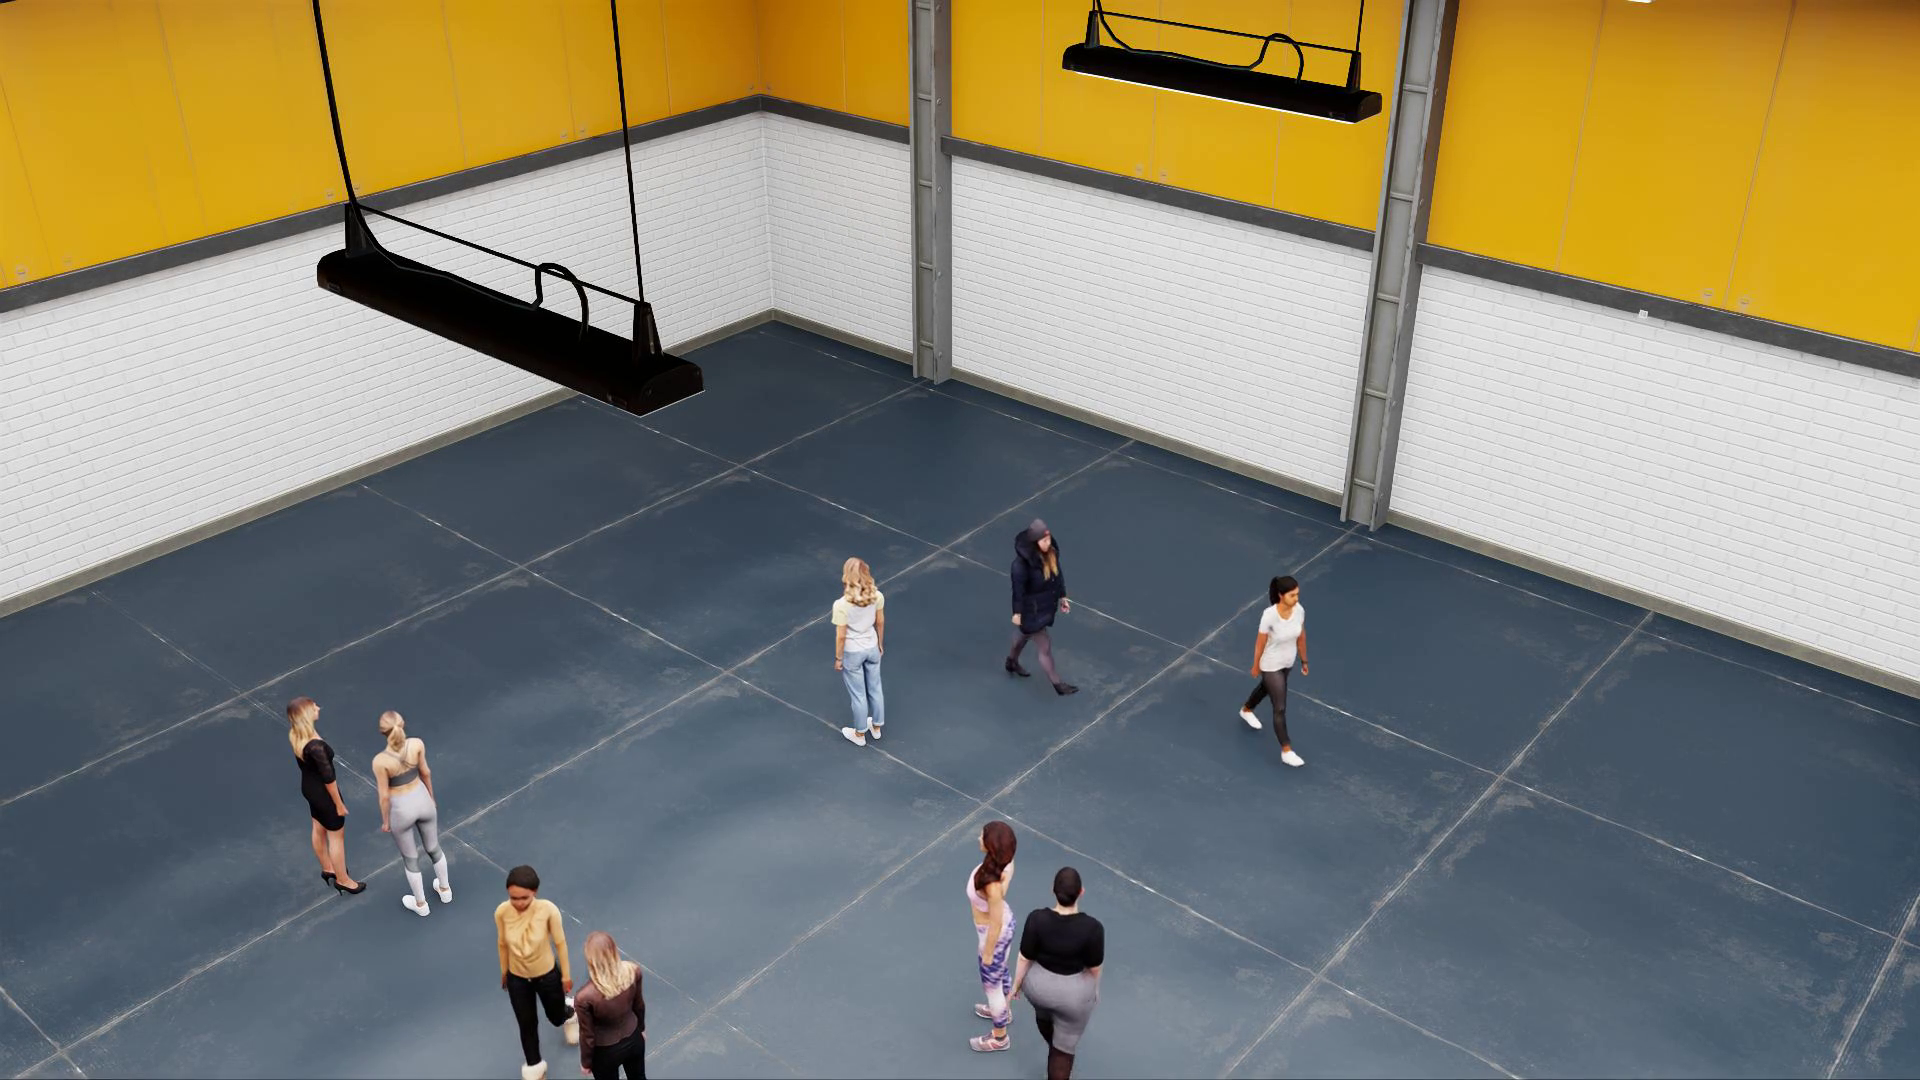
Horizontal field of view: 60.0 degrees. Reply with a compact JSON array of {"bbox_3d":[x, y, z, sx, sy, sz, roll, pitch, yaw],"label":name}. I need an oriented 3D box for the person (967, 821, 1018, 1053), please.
[{"bbox_3d":[0.220,2.523,10.676,0.679,1.766,0.676,5,29,10],"label":"person"}]

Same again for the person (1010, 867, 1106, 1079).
[{"bbox_3d":[0.596,2.847,10.145,1.176,1.705,1.052,7,29,12],"label":"person"}]

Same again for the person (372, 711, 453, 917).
[{"bbox_3d":[-3.907,1.930,11.831,0.587,1.703,0.571,-24,37,-36],"label":"person"}]

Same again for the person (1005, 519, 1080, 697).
[{"bbox_3d":[0.592,0.554,14.436,1.060,1.623,0.687,20,34,32],"label":"person"}]

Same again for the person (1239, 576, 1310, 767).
[{"bbox_3d":[2.551,0.985,13.669,0.807,1.599,1.178,-18,33,-29],"label":"person"}]

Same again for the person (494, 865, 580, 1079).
[{"bbox_3d":[-2.657,2.700,10.480,1.000,1.643,1.015,1,29,1],"label":"person"}]

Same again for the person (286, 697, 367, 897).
[{"bbox_3d":[-4.611,1.845,12.013,0.410,1.677,0.616,25,37,37],"label":"person"}]

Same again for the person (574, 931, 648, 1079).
[{"bbox_3d":[-2.038,3.002,9.862,0.516,1.705,0.614,25,37,38],"label":"person"}]

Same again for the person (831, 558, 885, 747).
[{"bbox_3d":[-0.818,0.920,13.662,0.677,1.722,0.627,-18,33,-29],"label":"person"}]
